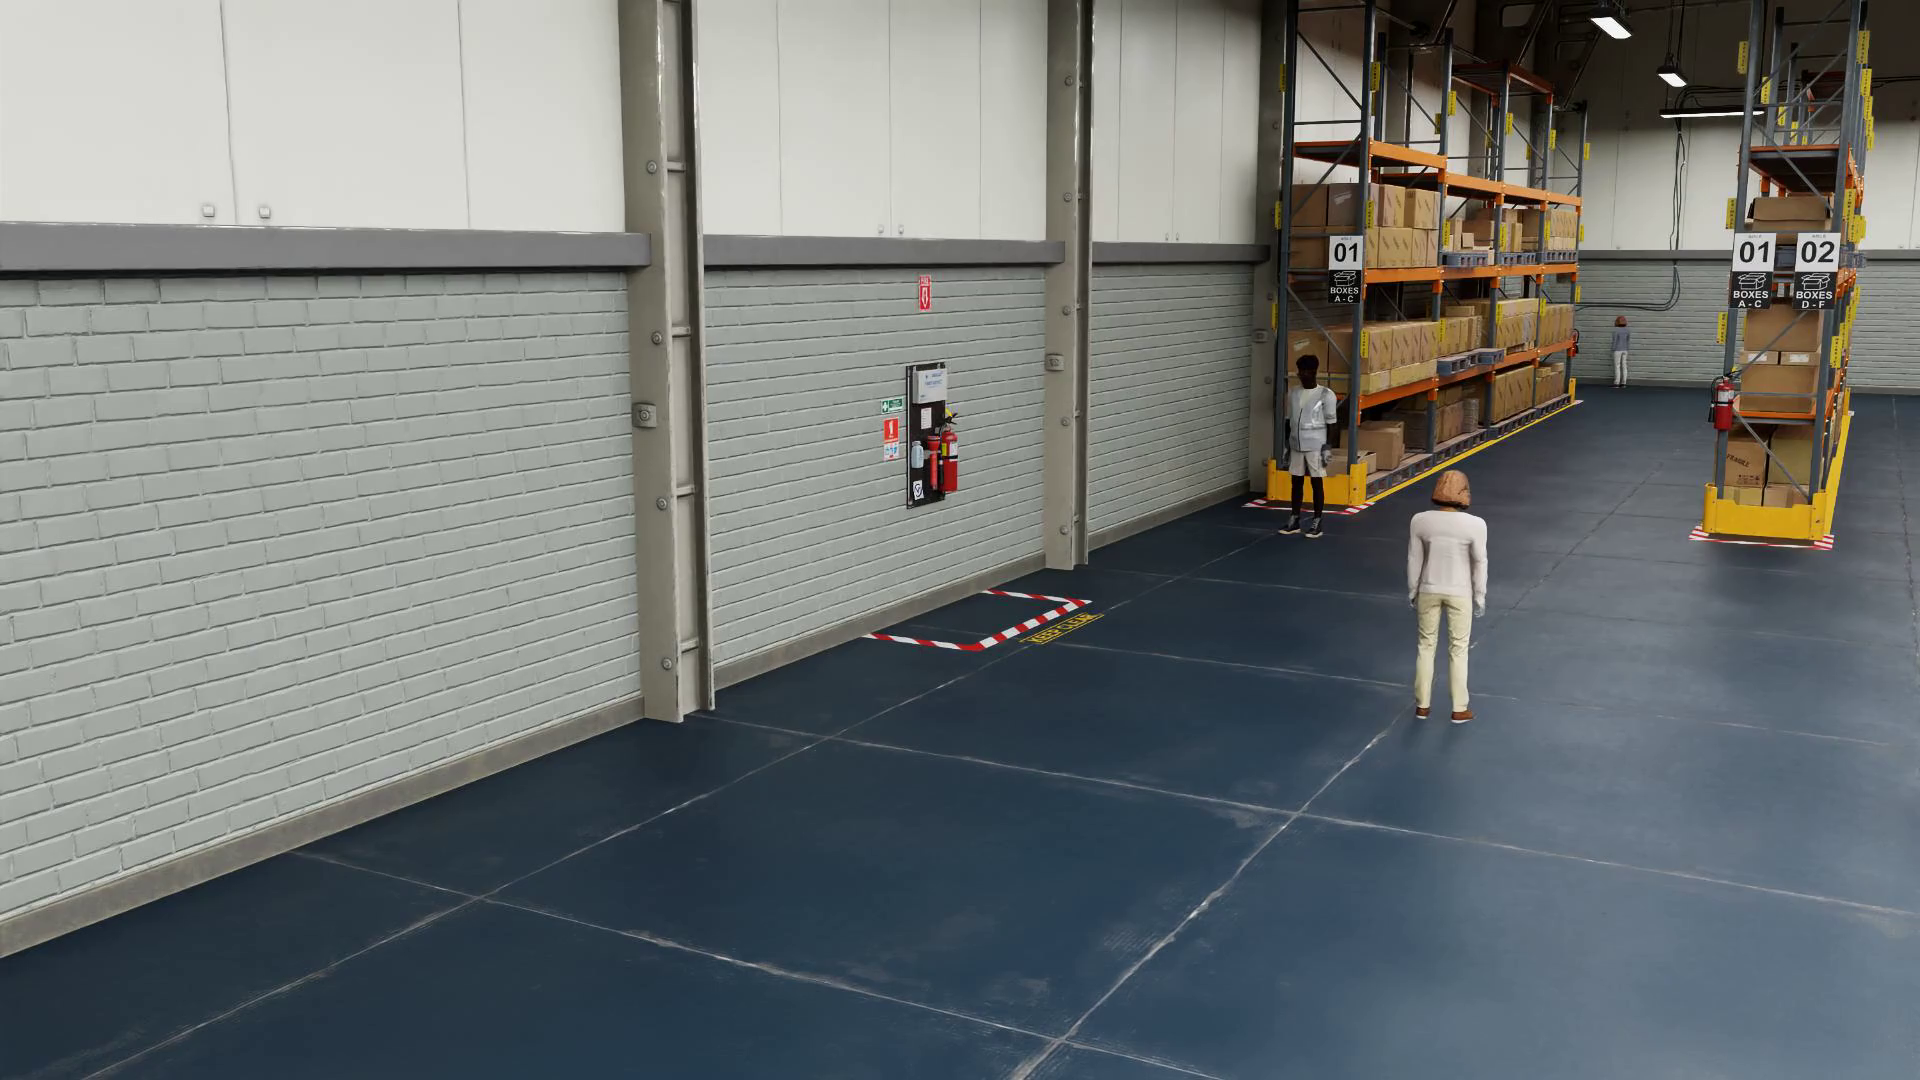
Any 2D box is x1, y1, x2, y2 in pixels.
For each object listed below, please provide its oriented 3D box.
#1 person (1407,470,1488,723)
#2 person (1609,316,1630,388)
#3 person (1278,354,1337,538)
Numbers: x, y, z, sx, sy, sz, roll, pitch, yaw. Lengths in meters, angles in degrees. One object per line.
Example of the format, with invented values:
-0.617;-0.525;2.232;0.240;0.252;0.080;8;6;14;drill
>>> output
3.133;0.361;10.714;0.507;1.631;0.266;6;11;30;person
15.043;-4.287;37.926;0.502;1.632;0.279;-4;10;-22;person
3.706;-1.005;17.761;0.390;1.958;0.601;-10;14;-44;person
